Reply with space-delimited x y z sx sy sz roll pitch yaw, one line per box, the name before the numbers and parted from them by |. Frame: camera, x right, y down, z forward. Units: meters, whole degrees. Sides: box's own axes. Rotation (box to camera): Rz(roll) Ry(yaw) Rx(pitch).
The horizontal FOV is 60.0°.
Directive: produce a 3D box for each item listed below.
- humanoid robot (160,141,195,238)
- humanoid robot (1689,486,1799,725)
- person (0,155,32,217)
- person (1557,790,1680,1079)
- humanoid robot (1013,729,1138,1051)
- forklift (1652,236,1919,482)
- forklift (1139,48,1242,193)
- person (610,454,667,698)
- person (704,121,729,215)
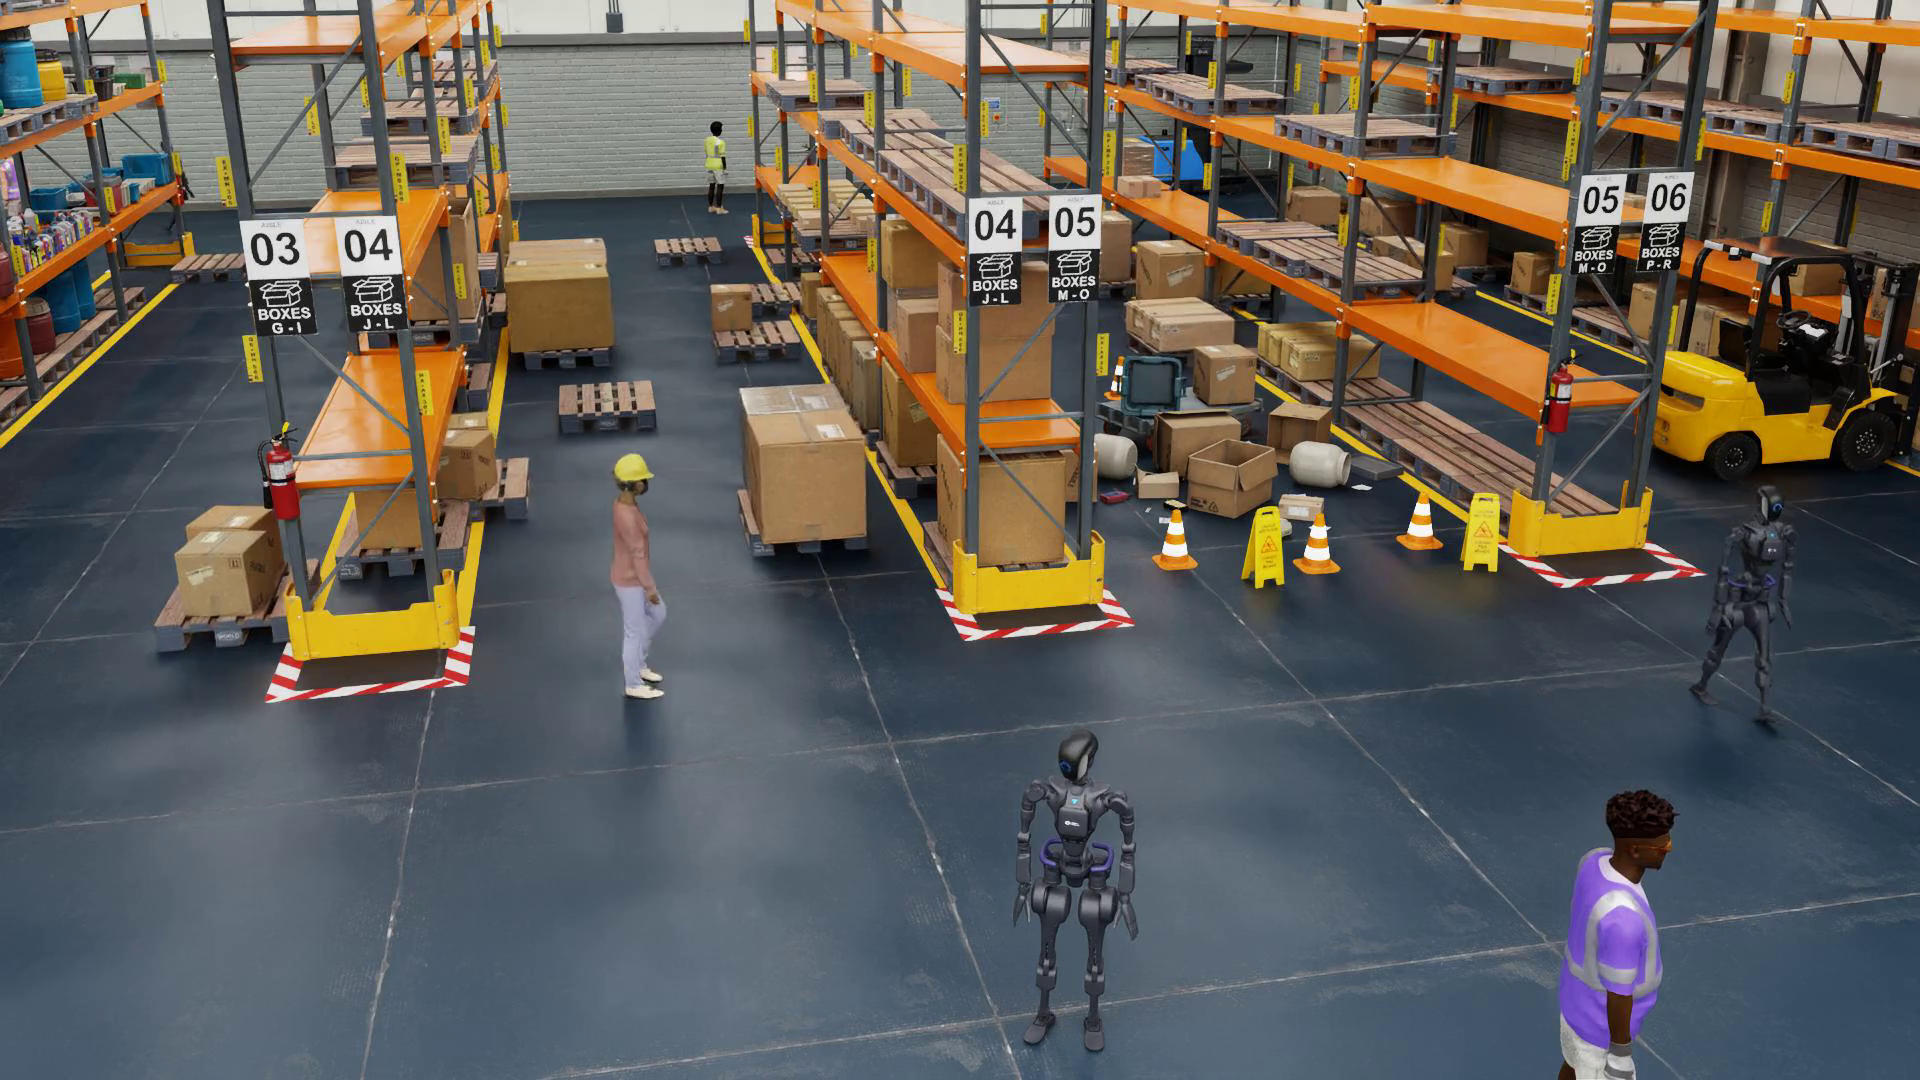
humanoid robot | -13.423 -5.973 28.352 0.762 1.654 0.602 7 22 19
humanoid robot | 5.284 0.421 11.092 0.597 1.628 0.752 -4 21 -10
person | -15.368 -5.566 27.155 0.350 1.688 0.489 11 23 27
person | 2.595 1.888 6.685 0.367 1.966 0.602 3 21 8
humanoid robot | 0.545 1.634 7.766 0.599 1.653 0.315 5 21 12
forklift | 8.013 -1.814 16.330 2.313 2.155 1.214 -4 21 -12
forklift | 4.566 -8.313 32.860 1.873 2.768 1.129 -4 21 -12
person | -2.188 0.264 11.356 0.384 1.758 0.542 -3 21 -8
person | -4.479 -6.838 30.576 0.538 1.686 0.320 17 26 38
